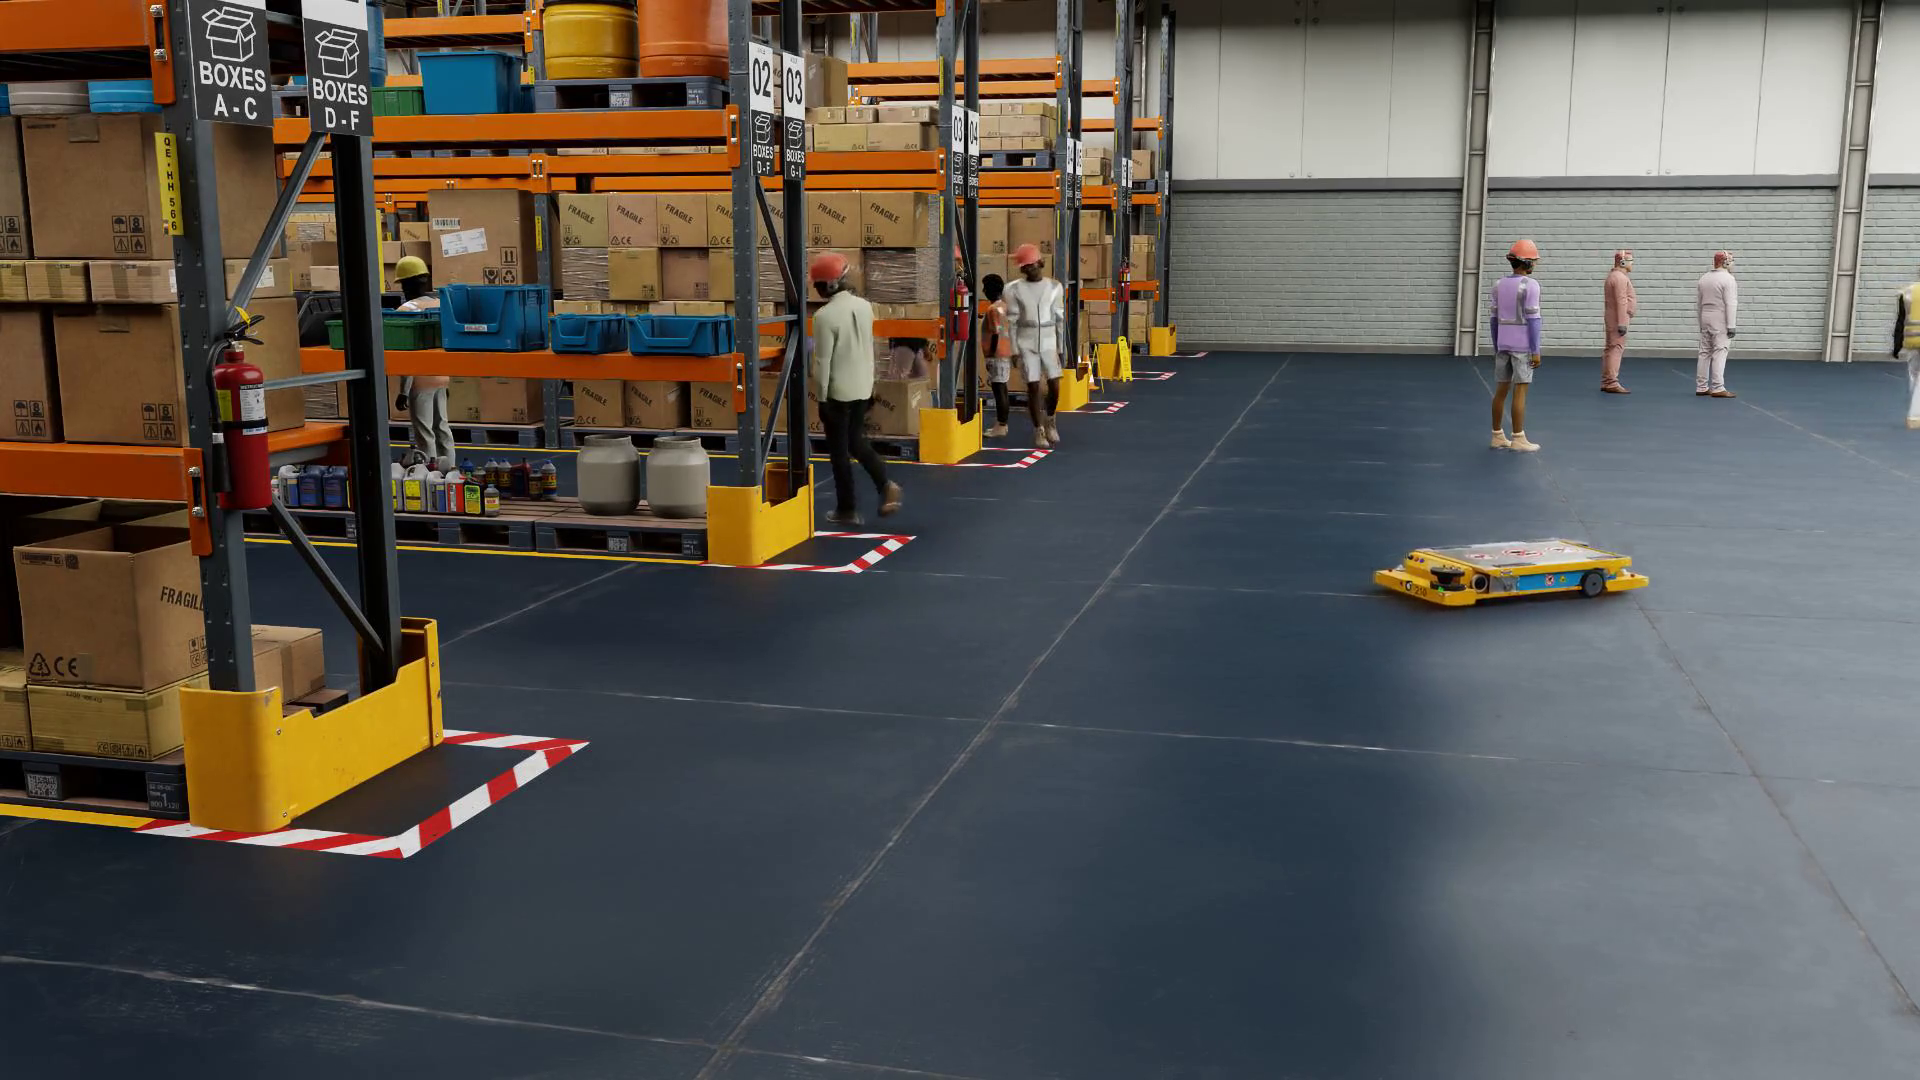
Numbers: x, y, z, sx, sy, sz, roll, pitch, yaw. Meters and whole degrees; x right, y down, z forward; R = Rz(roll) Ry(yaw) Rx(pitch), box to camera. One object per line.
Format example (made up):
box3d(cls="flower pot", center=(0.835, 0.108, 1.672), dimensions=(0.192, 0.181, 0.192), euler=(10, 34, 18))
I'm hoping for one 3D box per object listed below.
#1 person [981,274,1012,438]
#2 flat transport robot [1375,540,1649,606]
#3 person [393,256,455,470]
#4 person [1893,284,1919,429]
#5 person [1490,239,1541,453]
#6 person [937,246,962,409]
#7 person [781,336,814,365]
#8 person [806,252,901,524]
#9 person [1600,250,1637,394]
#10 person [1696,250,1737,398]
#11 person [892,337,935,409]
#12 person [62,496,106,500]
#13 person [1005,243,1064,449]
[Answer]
box3d(cls="person", center=(0.375, -1.899, 17.209), dimensions=(0.321, 1.695, 0.536), euler=(2, 10, 11))
box3d(cls="flat transport robot", center=(3.212, 0.174, 9.677), dimensions=(1.431, 0.197, 0.652), euler=(-4, 11, -20))
box3d(cls="person", center=(-4.116, -1.204, 12.739), dimensions=(0.377, 1.922, 0.585), euler=(3, 11, 18))
box3d(cls="person", center=(10.650, -2.129, 18.185), dimensions=(0.910, 1.800, 0.662), euler=(-8, 13, -36))
box3d(cls="person", center=(5.390, -1.869, 16.082), dimensions=(0.377, 2.045, 0.605), euler=(-5, 11, -24))
box3d(cls="person", center=(-0.132, -2.450, 19.432), dimensions=(0.375, 1.997, 0.611), euler=(0, 10, 2))
box3d(cls="person", center=(-1.604, -1.972, 17.061), dimensions=(0.736, 1.906, 0.595), euler=(2, 10, 12))
box3d(cls="person", center=(-0.779, -1.053, 11.782), dimensions=(0.547, 1.961, 0.644), euler=(8, 13, 39))
box3d(cls="person", center=(8.837, -2.920, 22.286), dimensions=(0.409, 1.907, 0.651), euler=(2, 10, 9))
box3d(cls="person", center=(9.900, -2.814, 21.694), dimensions=(0.406, 1.911, 0.639), euler=(-3, 11, -14))
box3d(cls="person", center=(-0.585, -2.015, 17.215), dimensions=(1.019, 1.944, 0.637), euler=(-1, 10, -4))
box3d(cls="person", center=(-5.724, -0.801, 10.639), dimensions=(0.328, 1.877, 0.514), euler=(2, 10, 9))
box3d(cls="person", center=(0.738, -1.889, 16.293), dimensions=(0.607, 2.010, 0.428), euler=(-2, 10, -9))
